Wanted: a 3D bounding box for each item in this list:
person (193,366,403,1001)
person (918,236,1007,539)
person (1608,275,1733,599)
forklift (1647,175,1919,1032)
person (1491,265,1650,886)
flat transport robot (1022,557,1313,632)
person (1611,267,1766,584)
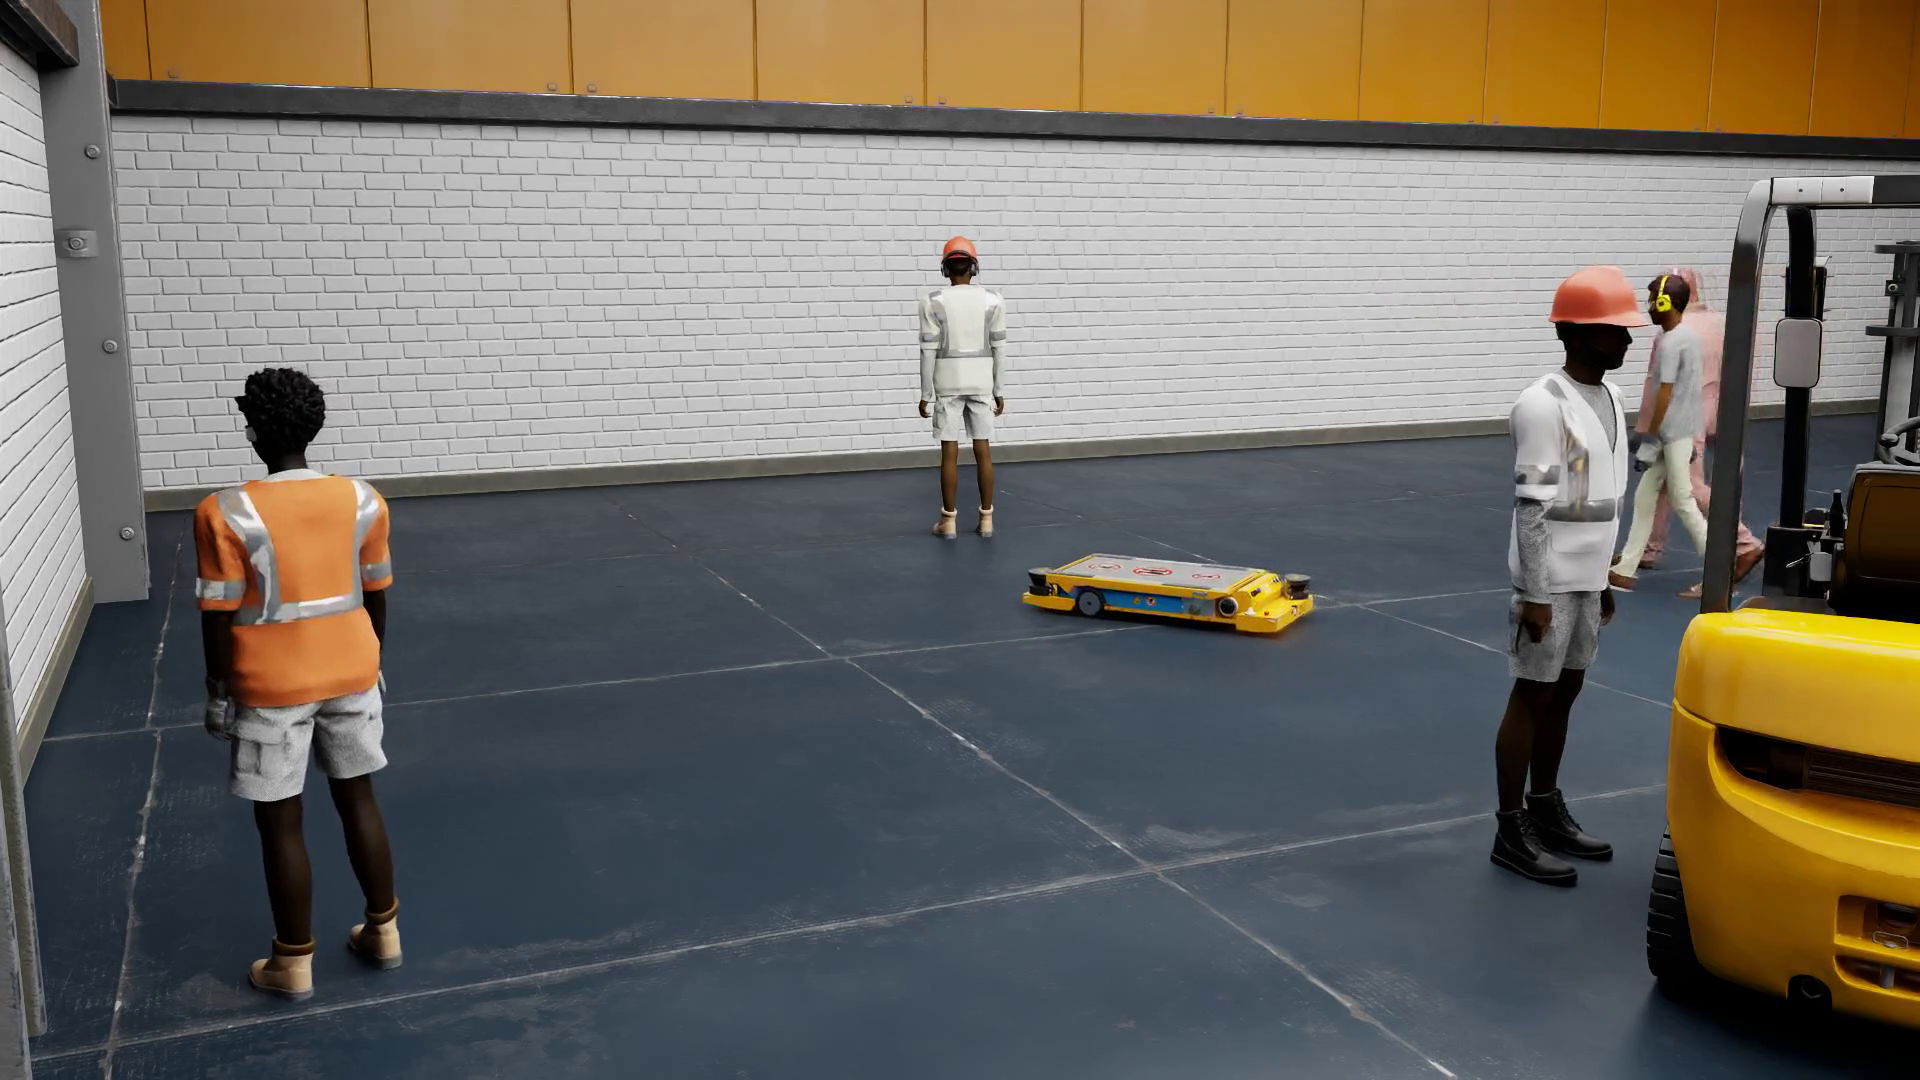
[{"bbox_3d":[-1.755,0.387,4.454,0.318,1.689,0.539,8,13,39],"label":"person"},{"bbox_3d":[0.008,-1.022,11.254,0.605,2.034,0.392,-2,11,-13],"label":"person"},{"bbox_3d":[4.033,-0.573,9.411,0.781,1.823,0.558,6,12,28],"label":"person"},{"bbox_3d":[2.810,0.094,4.662,1.214,2.155,2.313,7,12,34],"label":"forklift"},{"bbox_3d":[1.946,0.108,5.286,0.545,1.939,0.374,-10,14,-43],"label":"person"},{"bbox_3d":[1.121,0.270,8.995,1.431,0.197,0.652,5,12,28],"label":"flat transport robot"},{"bbox_3d":[4.379,-0.689,9.911,0.920,1.862,0.644,9,13,40],"label":"person"}]
